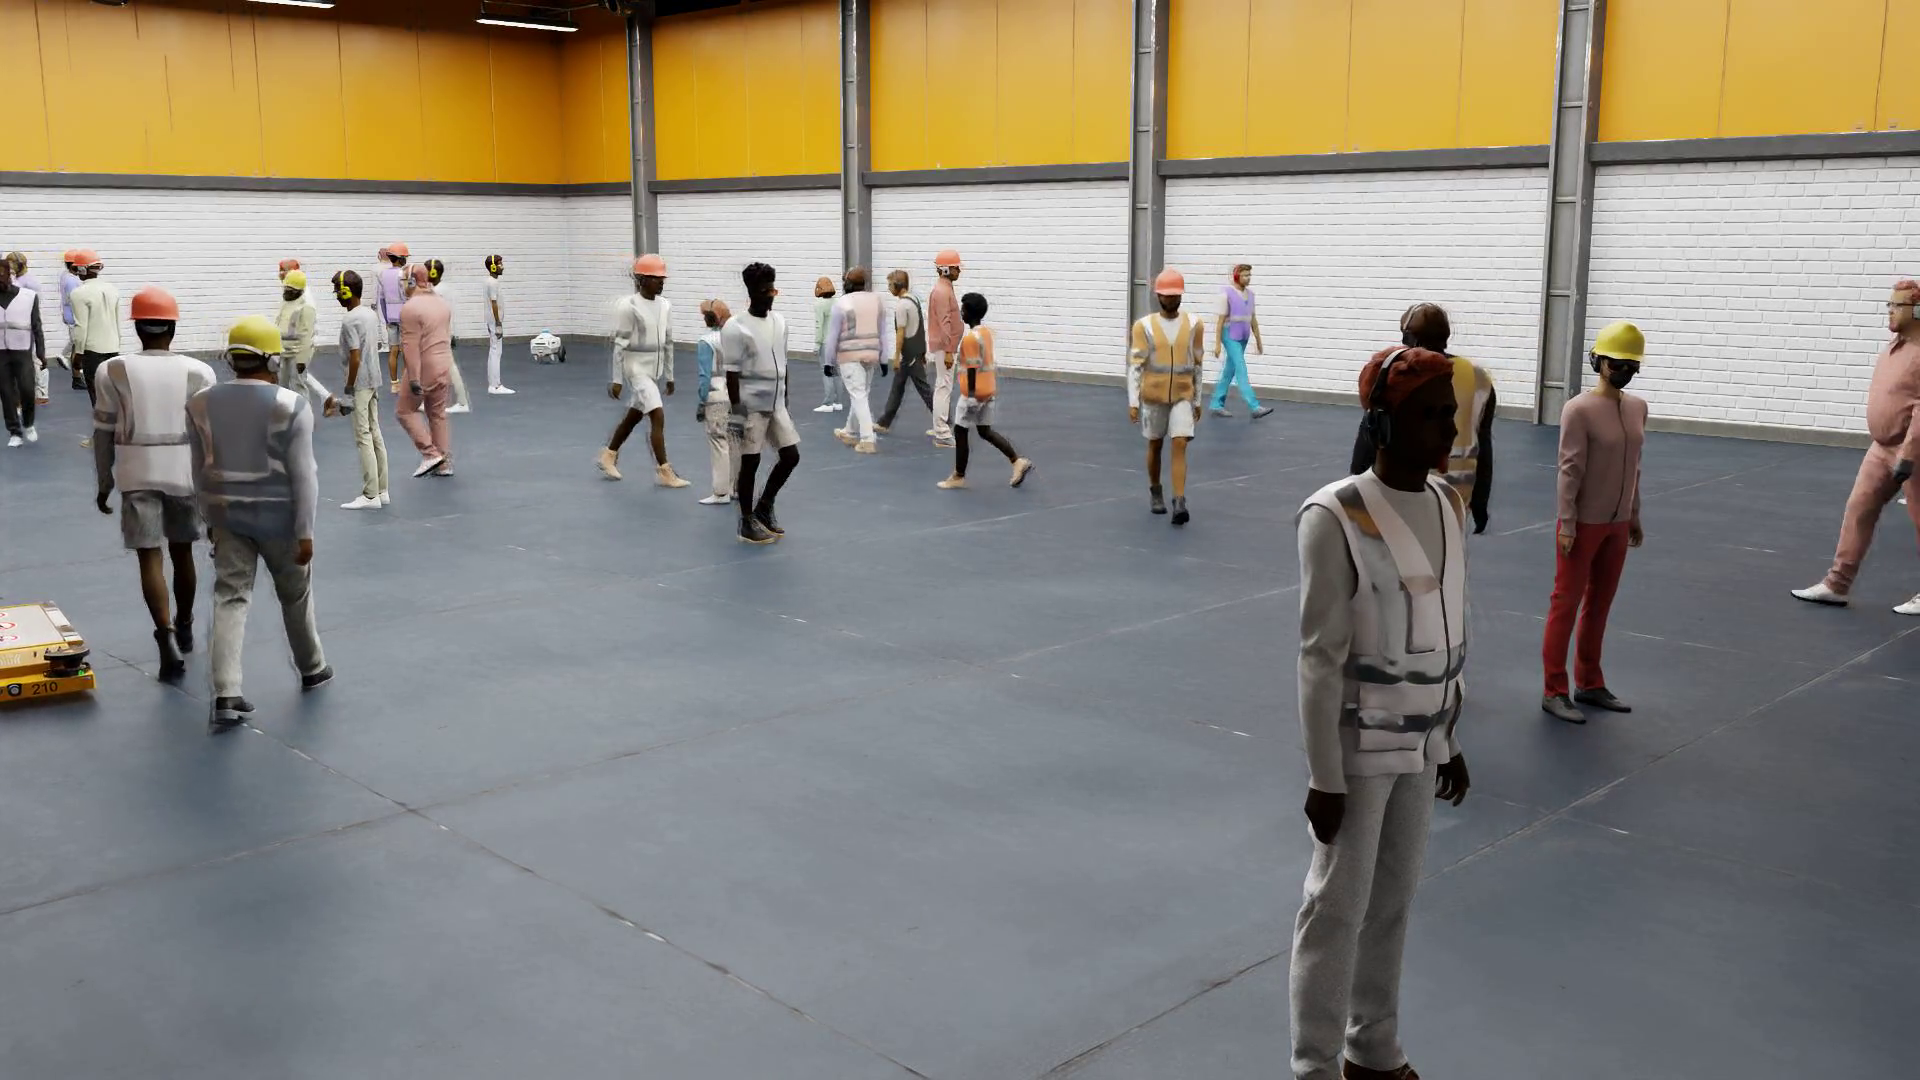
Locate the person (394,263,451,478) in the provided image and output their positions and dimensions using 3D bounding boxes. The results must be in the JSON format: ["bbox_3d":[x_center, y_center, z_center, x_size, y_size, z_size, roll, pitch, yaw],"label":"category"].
[{"bbox_3d":[-4.731,-1.480,14.644,0.426,1.889,0.650,3,11,17],"label":"person"}]

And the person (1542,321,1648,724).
[{"bbox_3d":[2.837,-0.082,7.347,0.526,1.765,0.330,-6,12,-31],"label":"person"}]

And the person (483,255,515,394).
[{"bbox_3d":[-6.253,-2.906,22.461,0.329,1.872,0.508,-5,11,-24],"label":"person"}]

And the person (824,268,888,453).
[{"bbox_3d":[-1.080,-1.793,16.556,0.648,1.801,0.935,-8,13,-39],"label":"person"}]

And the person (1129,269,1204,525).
[{"bbox_3d":[1.545,-1.072,12.424,0.571,1.878,1.015,0,10,-1],"label":"person"}]

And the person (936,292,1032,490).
[{"bbox_3d":[0.202,-1.232,13.872,0.749,1.672,0.537,3,11,18],"label":"person"}]

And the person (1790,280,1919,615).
[{"bbox_3d":[5.190,-0.500,9.306,0.887,1.871,0.655,0,10,0],"label":"person"}]

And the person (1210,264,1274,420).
[{"bbox_3d":[3.290,-2.291,19.289,0.950,1.792,0.594,10,14,42],"label":"person"}]

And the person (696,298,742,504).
[{"bbox_3d":[-1.902,-1.100,13.240,0.315,1.639,0.516,5,12,27],"label":"person"}]

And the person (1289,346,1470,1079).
[{"bbox_3d":[0.989,0.495,3.877,0.572,1.883,0.354,-10,14,-42],"label":"person"}]

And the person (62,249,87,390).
[{"bbox_3d":[-12.241,-3.059,23.108,0.368,1.935,0.552,-6,12,-29],"label":"person"}]

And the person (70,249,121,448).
[{"bbox_3d":[-8.718,-1.927,16.787,0.396,1.991,0.626,2,11,12],"label":"person"}]

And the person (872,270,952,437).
[{"bbox_3d":[-0.535,-1.973,17.651,0.994,1.784,0.540,2,11,11],"label":"person"}]

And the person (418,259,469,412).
[{"bbox_3d":[-6.355,-2.434,19.970,0.887,1.833,0.560,-1,10,-6],"label":"person"}]

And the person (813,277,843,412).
[{"bbox_3d":[-1.608,-2.368,20.169,0.285,1.632,0.499,6,12,31],"label":"person"}]

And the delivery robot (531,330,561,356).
[{"bbox_3d":[-6.919,-3.271,27.779,0.477,0.478,0.707,0,10,2],"label":"delivery robot"}]

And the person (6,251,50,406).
[{"bbox_3d":[-11.682,-2.635,20.808,0.627,1.934,0.372,8,13,37],"label":"person"}]

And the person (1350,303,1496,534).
[{"bbox_3d":[2.120,-0.204,7.856,0.655,1.812,0.778,-3,11,-15],"label":"person"}]

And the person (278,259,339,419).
[{"bbox_3d":[-7.411,-2.221,18.738,0.549,1.863,0.595,1,10,3],"label":"person"}]

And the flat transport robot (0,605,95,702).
[{"bbox_3d":[-4.682,0.531,8.079,0.652,0.197,1.431,-7,13,-35],"label":"flat transport robot"}]

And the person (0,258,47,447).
[{"bbox_3d":[-9.589,-1.885,16.794,0.623,1.900,0.465,-4,11,-19],"label":"person"}]

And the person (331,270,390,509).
[{"bbox_3d":[-4.700,-1.170,13.008,0.327,1.865,0.518,1,10,3],"label":"person"}]

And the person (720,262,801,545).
[{"bbox_3d":[-1.373,-0.930,11.460,0.433,1.947,0.631,8,13,38],"label":"person"}]

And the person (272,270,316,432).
[{"bbox_3d":[-7.103,-1.994,17.751,0.666,1.768,0.412,8,13,37],"label":"person"}]

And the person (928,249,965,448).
[{"bbox_3d":[-0.133,-1.931,16.796,0.376,1.995,0.612,-1,10,-3],"label":"person"}]

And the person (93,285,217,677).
[{"bbox_3d":[-3.930,-0.299,8.189,0.564,1.901,0.966,-6,12,-31],"label":"person"}]

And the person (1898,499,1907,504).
[{"bbox_3d":[7.795,-1.109,13.029,0.563,1.731,0.483,6,12,28],"label":"person"}]

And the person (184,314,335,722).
[{"bbox_3d":[-3.153,-0.107,7.440,0.600,1.789,0.926,0,10,0],"label":"person"}]

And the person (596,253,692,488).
[{"bbox_3d":[-2.765,-1.452,14.252,1.069,1.993,0.615,5,12,27],"label":"person"}]

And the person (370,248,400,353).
[{"bbox_3d":[-10.441,-4.364,30.308,0.402,1.906,0.652,10,14,43],"label":"person"}]

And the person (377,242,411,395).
[{"bbox_3d":[-7.458,-2.950,22.223,0.608,2.044,0.370,5,11,25],"label":"person"}]

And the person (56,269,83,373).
[{"bbox_3d":[-13.681,-3.523,25.692,0.614,1.914,0.488,8,13,37],"label":"person"}]

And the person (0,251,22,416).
[{"bbox_3d":[-11.472,-2.496,19.752,0.691,2.000,0.797,-7,13,-35],"label":"person"}]
